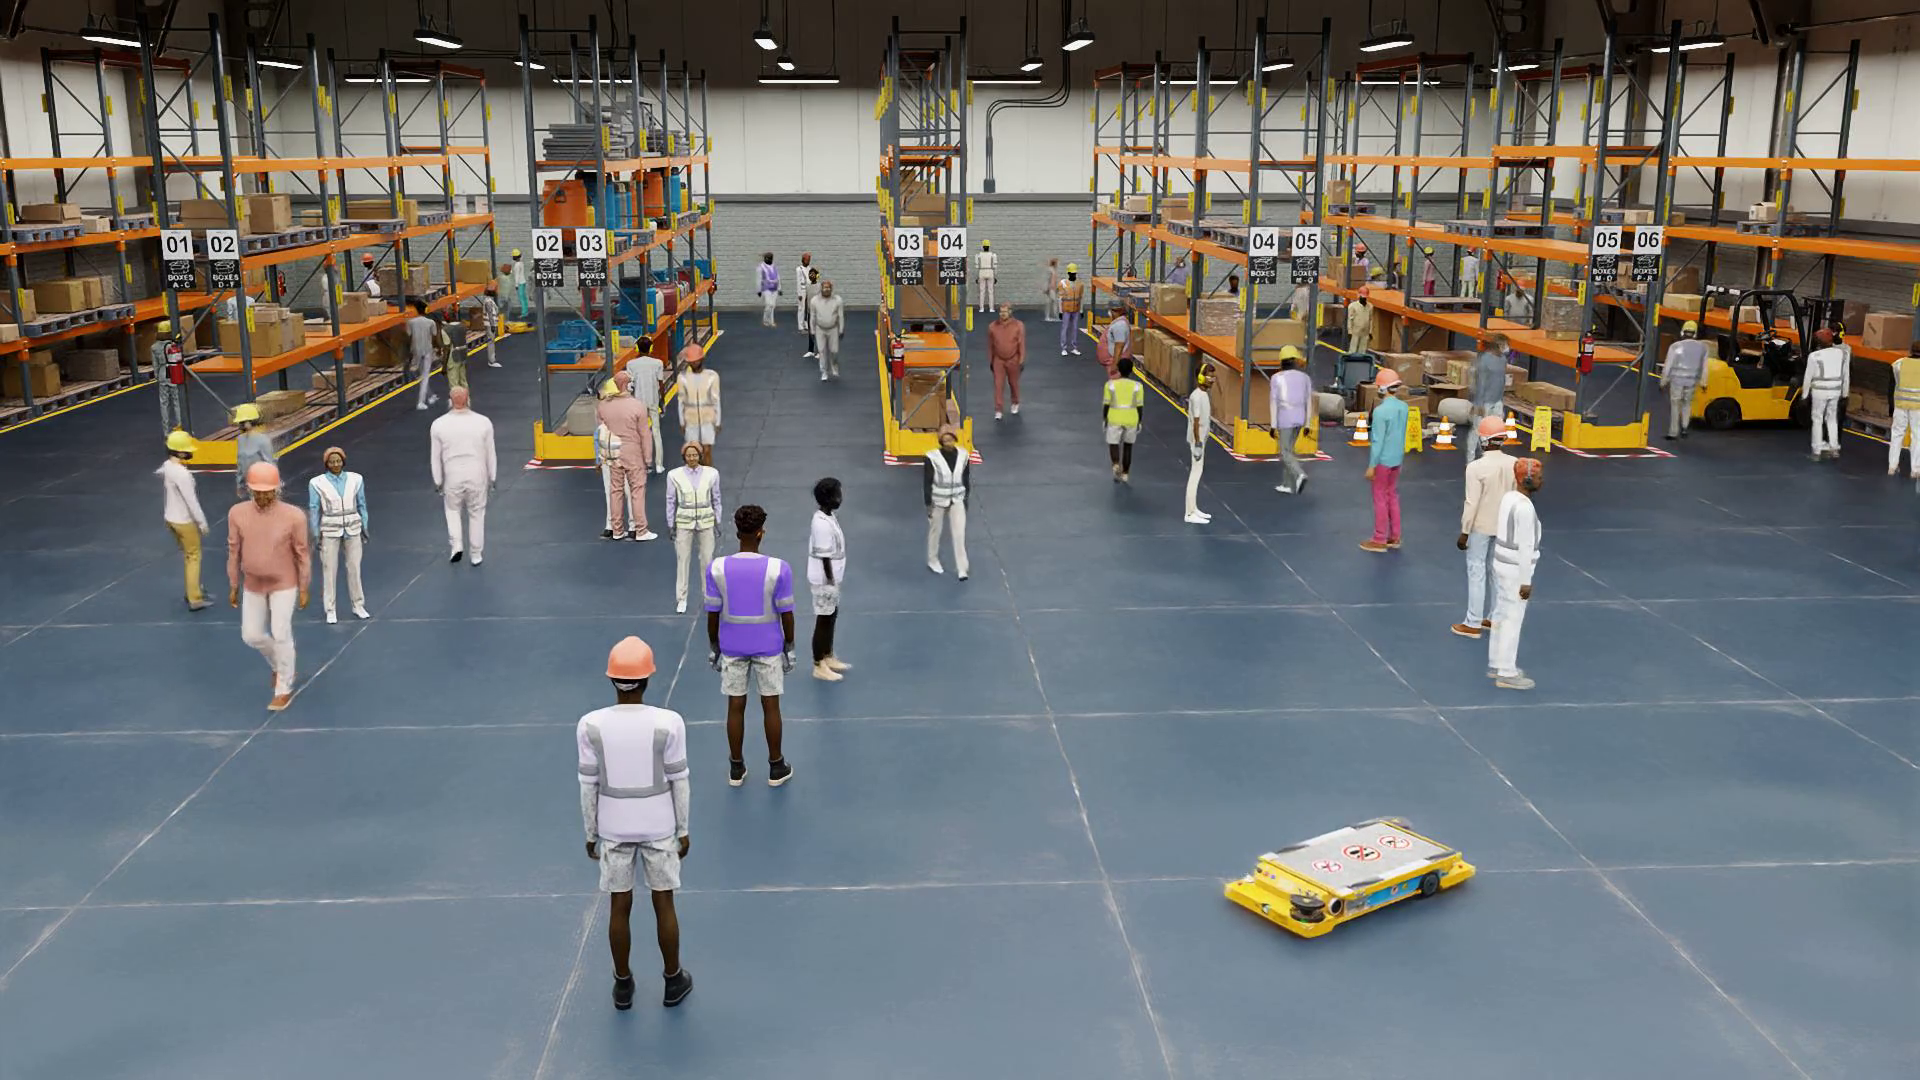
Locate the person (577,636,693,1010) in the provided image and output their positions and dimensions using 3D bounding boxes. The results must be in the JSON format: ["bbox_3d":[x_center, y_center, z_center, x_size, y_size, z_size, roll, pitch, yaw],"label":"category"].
[{"bbox_3d":[-1.633,1.433,8.414,0.546,1.939,0.375,0,13,-2],"label":"person"}]

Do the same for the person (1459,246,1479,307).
[{"bbox_3d":[13.637,-6.998,44.530,0.571,1.749,0.343,13,18,43],"label":"person"}]

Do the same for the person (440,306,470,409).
[{"bbox_3d":[-8.114,-2.843,26.746,0.390,1.838,0.563,5,14,19],"label":"person"}]

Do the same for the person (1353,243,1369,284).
[{"bbox_3d":[9.751,-6.205,40.583,0.409,2.035,0.601,-2,13,-7],"label":"person"}]

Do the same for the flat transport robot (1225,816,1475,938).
[{"bbox_3d":[2.308,1.953,9.785,1.431,0.197,0.652,-9,16,-34],"label":"flat transport robot"}]

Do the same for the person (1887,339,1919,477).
[{"bbox_3d":[12.692,-1.763,22.162,0.430,1.845,0.624,-10,16,-36],"label":"person"}]

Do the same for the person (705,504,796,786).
[{"bbox_3d":[-1.421,0.721,11.373,0.613,1.963,0.362,1,13,3],"label":"person"}]

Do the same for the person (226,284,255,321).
[{"bbox_3d":[-14.115,-4.222,32.766,0.329,1.751,0.569,12,18,42],"label":"person"}]

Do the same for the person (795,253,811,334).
[{"bbox_3d":[-3.650,-5.813,39.223,0.358,1.886,0.572,7,15,27],"label":"person"}]

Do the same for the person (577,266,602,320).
[{"bbox_3d":[-9.220,-6.327,41.303,0.685,1.942,0.425,4,14,15],"label":"person"}]

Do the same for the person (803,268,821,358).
[{"bbox_3d":[-3.044,-4.735,34.682,0.515,1.876,0.328,8,15,29],"label":"person"}]

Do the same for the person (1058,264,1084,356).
[{"bbox_3d":[2.351,-4.865,35.120,0.587,1.927,0.367,-6,14,-23],"label":"person"}]

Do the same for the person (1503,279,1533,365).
[{"bbox_3d":[11.305,-4.435,33.729,0.574,1.732,0.667,4,14,16],"label":"person"}]

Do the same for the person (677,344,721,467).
[{"bbox_3d":[-3.285,-1.535,21.040,0.549,1.917,0.521,-1,13,-3],"label":"person"}]

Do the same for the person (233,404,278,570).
[{"bbox_3d":[-7.323,-0.592,17.451,0.543,1.725,0.870,9,16,35],"label":"person"}]

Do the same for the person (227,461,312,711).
[{"bbox_3d":[-5.368,0.337,12.985,0.631,1.970,0.522,0,13,0],"label":"person"}]

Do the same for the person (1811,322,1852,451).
[{"bbox_3d":[12.648,-2.220,24.075,0.327,1.861,0.500,-2,13,-7],"label":"person"}]

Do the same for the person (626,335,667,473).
[{"bbox_3d":[-4.209,-1.818,22.336,0.526,1.871,0.324,-4,14,-17],"label":"person"}]

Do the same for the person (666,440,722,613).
[{"bbox_3d":[-2.499,-0.129,15.673,0.524,1.639,0.308,-4,14,-16],"label":"person"}]

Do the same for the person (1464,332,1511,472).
[{"bbox_3d":[7.115,-1.811,22.237,0.631,1.916,0.612,-11,17,-39],"label":"person"}]

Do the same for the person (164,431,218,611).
[{"bbox_3d":[-7.304,-0.200,15.771,0.434,1.741,0.611,-11,17,-38],"label":"person"}]

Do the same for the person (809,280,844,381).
[{"bbox_3d":[-2.510,-3.940,31.271,0.658,1.890,0.421,-1,13,-3],"label":"person"}]

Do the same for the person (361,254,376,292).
[{"bbox_3d":[-13.586,-5.643,38.413,0.542,1.930,0.374,10,16,36],"label":"person"}]

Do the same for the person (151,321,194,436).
[{"bbox_3d":[-11.984,-2.442,25.252,0.486,1.744,0.294,1,13,6],"label":"person"}]

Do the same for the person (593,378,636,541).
[{"bbox_3d":[-3.807,-0.888,18.497,0.621,1.826,0.414,4,14,17],"label":"person"}]

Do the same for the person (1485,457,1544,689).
[{"bbox_3d":[4.515,0.258,13.507,0.337,1.882,0.584,0,13,1],"label":"person"}]

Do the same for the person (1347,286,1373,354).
[{"bbox_3d":[7.630,-3.955,31.659,0.563,1.742,0.339,-5,14,-21],"label":"person"}]

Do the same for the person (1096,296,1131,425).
[{"bbox_3d":[2.426,-2.844,26.315,0.538,2.000,0.684,2,13,8],"label":"person"}]

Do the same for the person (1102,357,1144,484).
[{"bbox_3d":[2.116,-1.527,21.504,0.538,1.674,0.606,1,13,2],"label":"person"}]

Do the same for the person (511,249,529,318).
[{"bbox_3d":[-11.362,-6.599,42.838,0.344,1.758,0.520,0,13,-2],"label":"person"}]

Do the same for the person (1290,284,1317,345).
[{"bbox_3d":[7.501,-5.025,36.543,0.897,1.578,0.483,-2,13,-6],"label":"person"}]

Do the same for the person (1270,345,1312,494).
[{"bbox_3d":[4.176,-1.488,20.878,0.620,1.896,0.687,-6,15,-25],"label":"person"}]

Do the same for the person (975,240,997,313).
[{"bbox_3d":[0.697,-7.009,44.202,0.586,1.928,0.365,0,13,1],"label":"person"}]

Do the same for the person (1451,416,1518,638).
[{"bbox_3d":[4.701,-0.117,14.858,0.622,1.993,0.382,-7,15,-28],"label":"person"}]

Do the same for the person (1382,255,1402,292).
[{"bbox_3d":[9.506,-5.238,36.525,0.570,2.005,0.653,7,15,27],"label":"person"}]

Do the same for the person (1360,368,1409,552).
[{"bbox_3d":[4.600,-0.865,18.034,0.401,1.990,0.622,13,18,43],"label":"person"}]

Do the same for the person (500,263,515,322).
[{"bbox_3d":[-10.827,-5.802,39.752,0.352,1.616,0.527,-2,13,-7],"label":"person"}]

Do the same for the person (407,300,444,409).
[{"bbox_3d":[-9.029,-3.133,28.057,0.552,1.816,1.016,1,13,5],"label":"person"}]

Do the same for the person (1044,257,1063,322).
[{"bbox_3d":[2.405,-6.271,41.738,0.708,1.608,0.541,6,14,23],"label":"person"}]

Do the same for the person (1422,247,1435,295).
[{"bbox_3d":[12.308,-6.816,43.758,0.350,1.758,0.522,11,17,39],"label":"person"}]

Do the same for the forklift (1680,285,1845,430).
[{"bbox_3d":[12.503,-2.886,26.166,2.313,2.155,1.214,-1,13,-3],"label":"forklift"}]

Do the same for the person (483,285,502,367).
[{"bbox_3d":[-9.368,-4.275,33.240,0.309,1.640,0.511,-4,14,-18],"label":"person"}]

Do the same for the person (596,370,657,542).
[{"bbox_3d":[-3.686,-0.929,18.483,0.642,1.913,0.409,5,14,18],"label":"person"}]

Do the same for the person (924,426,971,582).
[{"bbox_3d":[-0.116,-0.376,16.819,0.562,1.579,0.882,-5,14,-21],"label":"person"}]

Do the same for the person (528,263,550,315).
[{"bbox_3d":[-10.124,-5.895,39.988,0.494,1.684,0.928,0,13,-1],"label":"person"}]

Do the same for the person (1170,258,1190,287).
[{"bbox_3d":[5.592,-6.383,42.285,0.525,1.583,0.871,-1,13,-6],"label":"person"}]

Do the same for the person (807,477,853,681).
[{"bbox_3d":[-1.066,0.312,13.679,0.383,1.694,0.591,-1,13,-4],"label":"person"}]

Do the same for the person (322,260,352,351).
[{"bbox_3d":[-13.436,-5.073,35.872,0.495,2.010,0.743,0,13,1],"label":"person"}]

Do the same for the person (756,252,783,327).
[{"bbox_3d":[-4.630,-6.100,40.578,0.455,1.826,0.629,10,17,36],"label":"person"}]

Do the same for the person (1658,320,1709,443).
[{"bbox_3d":[10.757,-2.350,24.725,0.687,1.801,0.455,0,13,1],"label":"person"}]

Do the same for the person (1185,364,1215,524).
[{"bbox_3d":[2.811,-1.134,19.447,0.317,1.865,0.523,3,14,14],"label":"person"}]

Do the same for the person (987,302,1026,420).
[{"bbox_3d":[0.763,-2.939,27.069,0.636,1.876,0.919,2,13,6],"label":"person"}]

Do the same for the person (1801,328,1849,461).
[{"bbox_3d":[12.089,-2.031,23.249,0.631,1.864,0.450,0,13,-1],"label":"person"}]

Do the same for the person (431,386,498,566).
[{"bbox_3d":[-5.173,-0.666,17.401,0.658,1.890,0.421,-4,14,-16],"label":"person"}]

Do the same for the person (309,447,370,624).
[{"bbox_3d":[-5.719,-0.054,15.358,0.524,1.639,0.308,-10,16,-36],"label":"person"}]
